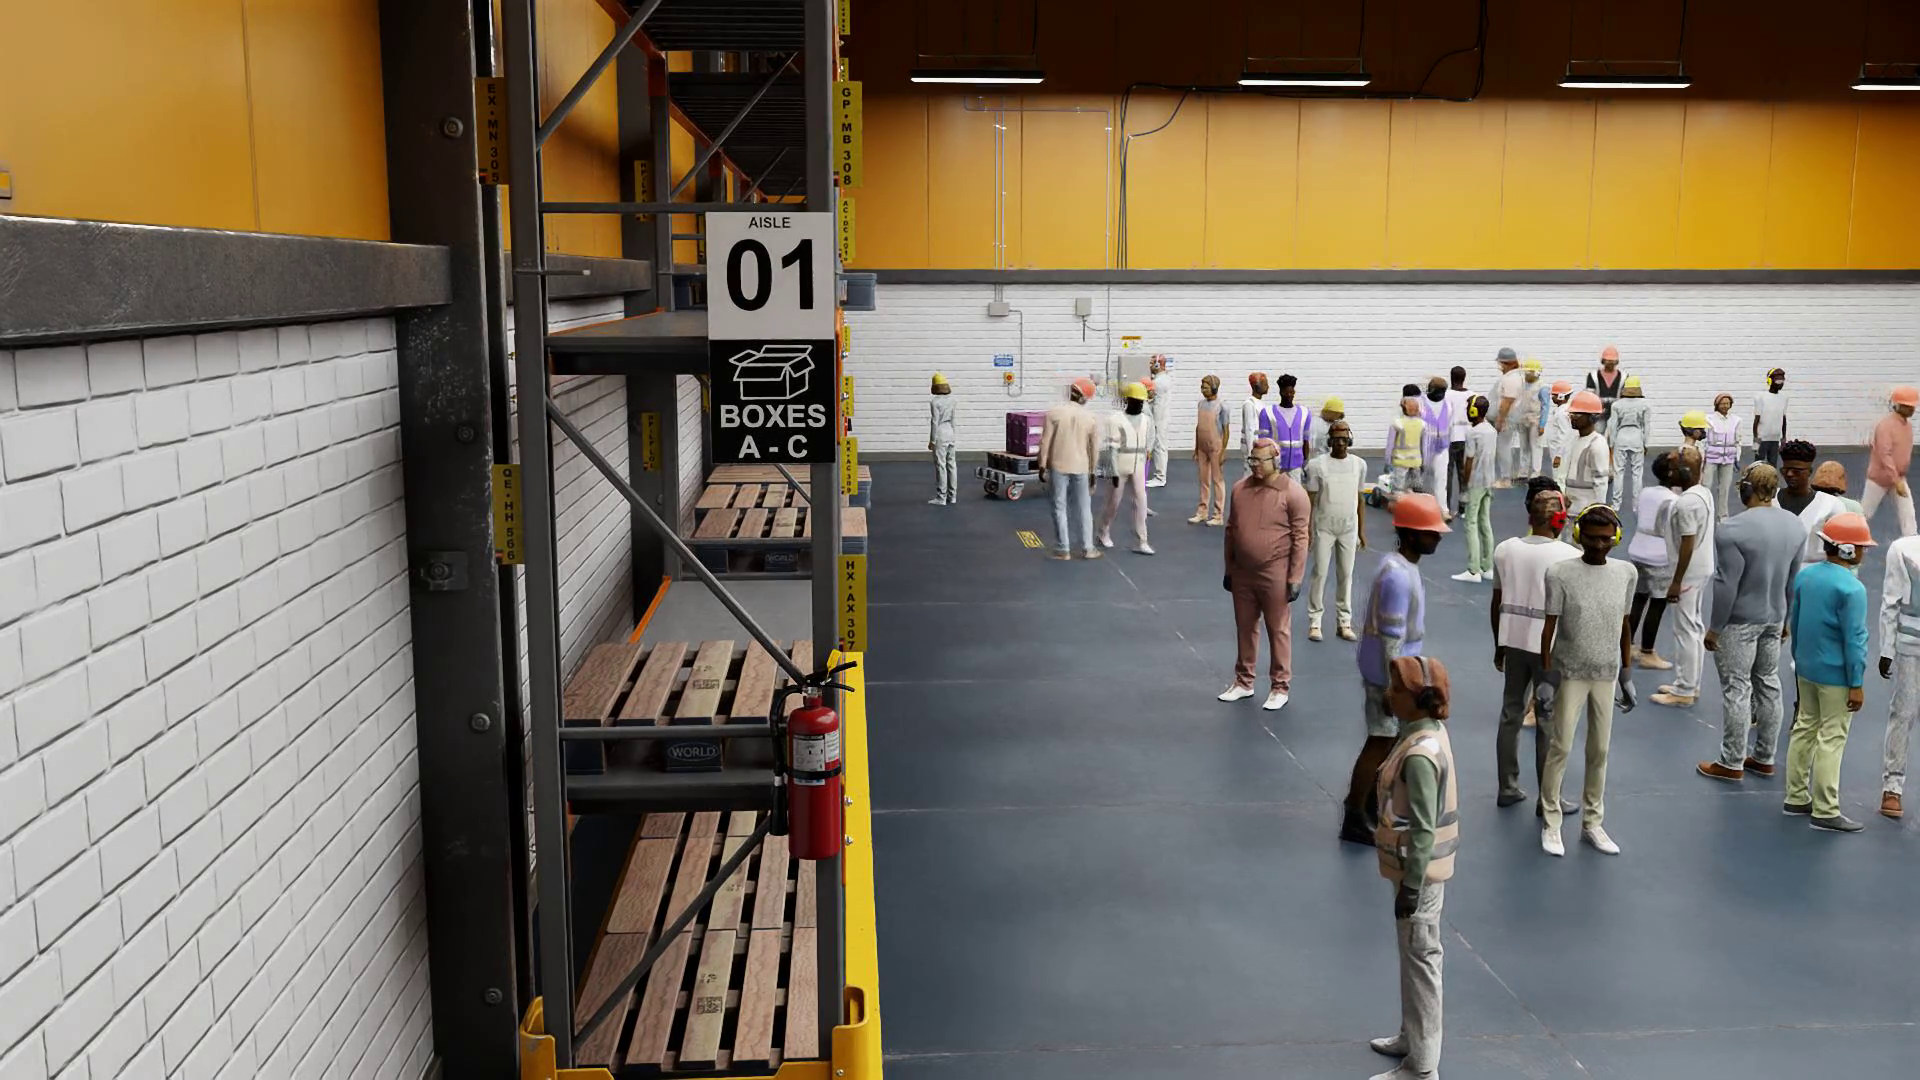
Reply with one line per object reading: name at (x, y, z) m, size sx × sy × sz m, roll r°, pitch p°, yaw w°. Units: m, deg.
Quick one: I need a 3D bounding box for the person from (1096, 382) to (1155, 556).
person at (1.827, -0.809, 18.307) m, size 0.599 × 1.881 × 0.976 m, roll -5°, pitch 10°, yaw -29°

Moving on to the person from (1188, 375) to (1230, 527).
person at (3.032, -1.082, 20.144) m, size 0.343 × 1.840 × 0.507 m, roll -7°, pitch 11°, yaw -38°

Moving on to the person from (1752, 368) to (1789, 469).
person at (10.347, -1.267, 21.258) m, size 0.498 × 1.861 × 0.326 m, roll -2°, pitch 9°, yaw -12°

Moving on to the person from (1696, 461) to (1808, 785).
person at (4.723, 0.492, 9.943) m, size 0.635 × 1.938 × 0.360 m, roll -3°, pitch 10°, yaw -21°

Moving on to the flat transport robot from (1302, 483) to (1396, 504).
flat transport robot at (5.202, -0.637, 22.253) m, size 1.431 × 0.197 × 0.652 m, roll 3°, pitch 9°, yaw 15°

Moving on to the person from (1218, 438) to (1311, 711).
person at (2.114, 0.232, 11.685) m, size 0.651 × 1.905 × 0.409 m, roll 8°, pitch 12°, yaw 43°

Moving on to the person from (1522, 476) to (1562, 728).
person at (3.894, 0.413, 11.200) m, size 0.317 × 1.696 × 0.539 m, roll 3°, pitch 9°, yaw 17°

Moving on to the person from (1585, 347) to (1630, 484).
person at (9.485, -1.834, 24.408) m, size 0.655 × 1.988 × 1.056 m, roll 3°, pitch 9°, yaw 16°

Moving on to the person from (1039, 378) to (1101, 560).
person at (1.194, -0.740, 17.713) m, size 0.710 × 1.948 × 0.408 m, roll -2°, pitch 9°, yaw -13°

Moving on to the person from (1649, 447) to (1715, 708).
person at (5.101, 0.263, 11.701) m, size 0.348 × 1.838 × 0.506 m, roll 7°, pitch 11°, yaw 37°

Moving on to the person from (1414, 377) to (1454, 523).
person at (5.813, -1.108, 20.500) m, size 0.625 × 1.791 × 0.886 m, roll -1°, pitch 9°, yaw -8°

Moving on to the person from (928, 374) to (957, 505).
person at (-0.252, -1.337, 22.068) m, size 0.311 × 1.735 × 0.484 m, roll 7°, pitch 11°, yaw 37°

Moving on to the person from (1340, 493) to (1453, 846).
person at (2.312, 0.693, 8.821) m, size 0.524 × 1.906 × 0.568 m, roll 3°, pitch 10°, yaw 19°

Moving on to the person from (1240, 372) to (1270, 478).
person at (3.532, -1.060, 19.865) m, size 0.353 × 1.883 × 0.577 m, roll 4°, pitch 10°, yaw 22°

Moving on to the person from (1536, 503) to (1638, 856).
person at (3.287, 0.728, 8.701) m, size 0.531 × 1.864 × 0.316 m, roll -1°, pitch 9°, yaw -5°

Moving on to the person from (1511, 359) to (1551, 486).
person at (8.249, -1.703, 24.059) m, size 0.404 × 1.835 × 0.587 m, roll -3°, pitch 9°, yaw -18°

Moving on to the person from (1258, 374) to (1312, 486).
person at (3.556, -0.841, 18.229) m, size 0.606 × 1.966 × 0.367 m, roll -2°, pitch 9°, yaw -10°

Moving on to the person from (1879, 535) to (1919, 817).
person at (5.436, 0.628, 9.272) m, size 0.574 × 1.883 × 0.356 m, roll 3°, pitch 9°, yaw 17°

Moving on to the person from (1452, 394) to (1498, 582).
person at (5.130, -0.510, 16.499) m, size 0.526 × 1.860 × 0.321 m, roll -8°, pitch 12°, yaw -41°

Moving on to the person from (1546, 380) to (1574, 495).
person at (7.329, -1.076, 20.372) m, size 0.335 × 1.749 × 0.575 m, roll 4°, pitch 10°, yaw 24°

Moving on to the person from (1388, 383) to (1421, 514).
person at (5.669, -1.120, 20.872) m, size 0.609 × 1.687 × 0.540 m, roll 9°, pitch 12°, yaw 43°

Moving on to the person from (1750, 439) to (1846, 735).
person at (5.493, 0.309, 11.021) m, size 0.610 × 1.962 × 0.363 m, roll 8°, pitch 12°, yaw 40°

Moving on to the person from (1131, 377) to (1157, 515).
person at (2.333, -1.193, 21.094) m, size 0.327 × 1.754 × 0.565 m, roll -1°, pitch 9°, yaw -3°

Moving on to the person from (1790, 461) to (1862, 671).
person at (6.566, 0.211, 12.666) m, size 0.507 × 1.632 × 0.264 m, roll 7°, pitch 11°, yaw 36°

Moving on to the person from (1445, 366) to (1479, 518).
person at (6.209, -1.216, 20.792) m, size 0.596 × 1.909 × 0.404 m, roll -2°, pitch 9°, yaw -14°

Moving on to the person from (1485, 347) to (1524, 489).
person at (7.718, -1.746, 23.677) m, size 0.553 × 2.000 × 0.702 m, roll 3°, pitch 9°, yaw 18°

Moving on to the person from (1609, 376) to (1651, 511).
person at (8.623, -1.241, 21.447) m, size 0.488 × 1.740 × 0.319 m, roll 3°, pitch 10°, yaw 20°

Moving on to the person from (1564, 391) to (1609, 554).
person at (5.336, -0.257, 14.308) m, size 0.381 × 2.045 × 0.615 m, roll 0°, pitch 9°, yaw 1°

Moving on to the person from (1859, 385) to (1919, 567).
person at (9.514, -0.622, 17.027) m, size 0.594 × 1.929 × 1.117 m, roll -5°, pitch 10°, yaw -27°

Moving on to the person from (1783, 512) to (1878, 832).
person at (4.802, 0.712, 9.146) m, size 0.335 × 1.749 × 0.576 m, roll -1°, pitch 9°, yaw -4°

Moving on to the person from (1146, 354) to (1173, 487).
person at (2.825, -1.710, 23.879) m, size 0.409 × 1.908 × 0.642 m, roll 2°, pitch 9°, yaw 15°

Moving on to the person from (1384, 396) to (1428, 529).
person at (5.271, -0.884, 19.558) m, size 0.522 × 1.623 × 0.615 m, roll -3°, pitch 10°, yaw -19°

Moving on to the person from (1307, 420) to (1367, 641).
person at (3.118, -0.076, 13.802) m, size 0.521 × 1.844 × 0.331 m, roll -1°, pitch 9°, yaw -5°

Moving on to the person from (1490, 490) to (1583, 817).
person at (3.238, 0.635, 9.369) m, size 0.402 × 1.837 × 0.564 m, roll -7°, pitch 11°, yaw -37°

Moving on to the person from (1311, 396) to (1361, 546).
person at (4.129, -0.773, 18.681) m, size 0.887 × 1.687 × 0.506 m, roll 5°, pitch 10°, yaw 27°

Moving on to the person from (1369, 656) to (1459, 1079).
person at (1.697, 1.234, 6.217) m, size 0.310 × 1.641 × 0.522 m, roll 3°, pitch 9°, yaw 16°

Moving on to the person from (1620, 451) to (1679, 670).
person at (5.351, 0.160, 12.825) m, size 0.364 × 1.687 × 0.563 m, roll -2°, pitch 9°, yaw -15°

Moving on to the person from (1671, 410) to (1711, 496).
person at (6.881, -0.346, 15.747) m, size 0.324 × 1.769 × 0.523 m, roll 4°, pitch 10°, yaw 25°

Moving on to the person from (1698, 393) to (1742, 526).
person at (9.032, -0.928, 19.795) m, size 0.514 × 1.641 × 0.309 m, roll 0°, pitch 9°, yaw -1°
